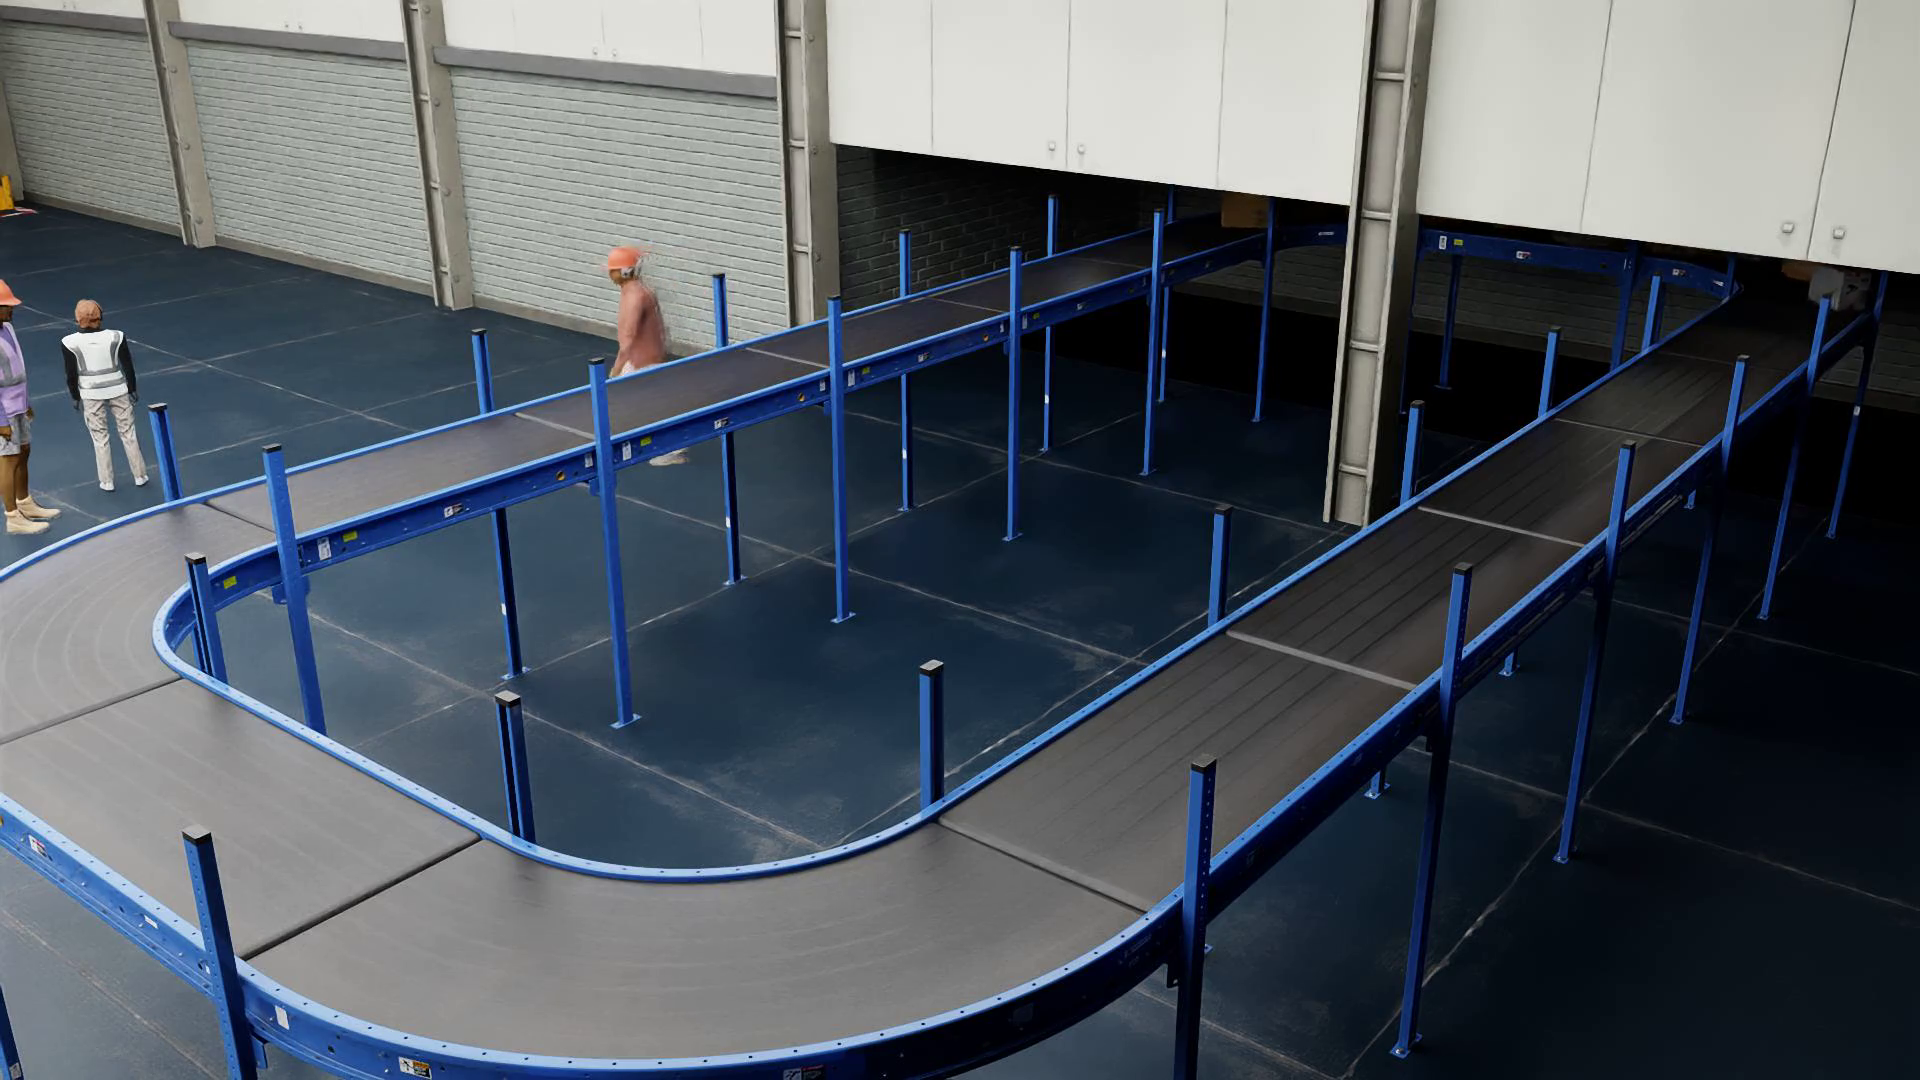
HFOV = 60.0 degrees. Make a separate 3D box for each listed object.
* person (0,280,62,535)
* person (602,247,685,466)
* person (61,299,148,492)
[{"bbox_3d":[-7.453,-1.050,13.098,0.417,2.034,0.603,-4,22,-11],"label":"person"},{"bbox_3d":[-2.910,-1.574,14.528,0.962,1.949,0.634,-7,23,-18],"label":"person"},{"bbox_3d":[-7.215,-1.213,14.030,0.518,1.639,0.312,-12,24,-28],"label":"person"}]
